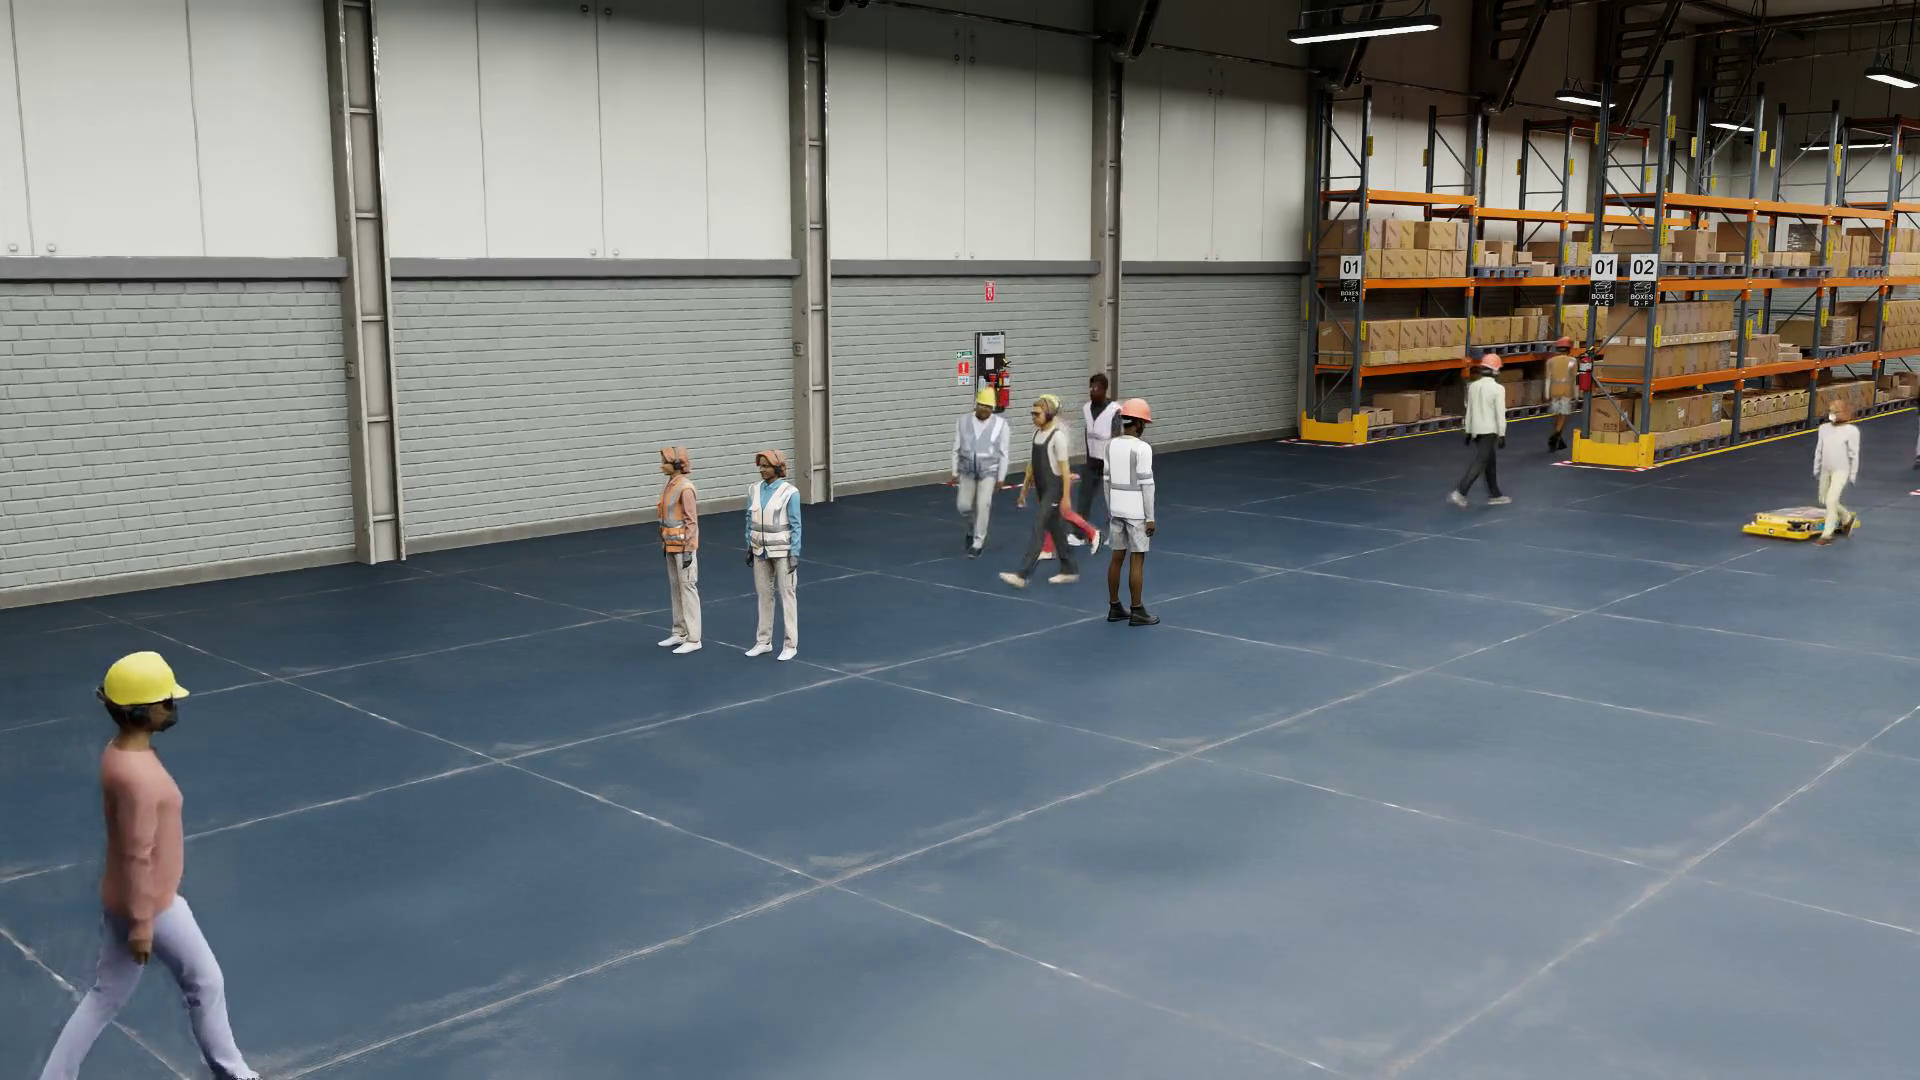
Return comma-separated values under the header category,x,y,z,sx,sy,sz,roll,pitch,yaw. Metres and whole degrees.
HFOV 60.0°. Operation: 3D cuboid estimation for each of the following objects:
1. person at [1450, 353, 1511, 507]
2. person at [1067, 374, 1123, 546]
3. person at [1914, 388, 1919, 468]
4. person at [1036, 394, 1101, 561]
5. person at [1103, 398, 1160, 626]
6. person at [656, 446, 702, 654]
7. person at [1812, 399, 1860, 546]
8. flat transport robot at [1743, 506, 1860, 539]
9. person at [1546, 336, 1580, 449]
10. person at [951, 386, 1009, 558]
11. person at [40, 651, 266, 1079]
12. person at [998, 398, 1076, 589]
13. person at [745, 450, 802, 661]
category,x,y,z,sx,sy,sz,roll,pitch,yaw
person,6.630,-1.386,21.076,0.987,1.961,0.626,-4,10,-21
person,1.467,-0.846,17.981,0.929,1.875,0.613,-8,12,-39
person,14.774,-2.005,25.244,0.530,1.832,0.949,8,12,39
person,1.076,-0.645,17.197,0.714,1.733,0.556,-4,10,-23
person,1.462,-0.235,14.133,0.370,1.928,0.543,-8,12,-39
person,-2.217,0.074,13.125,0.310,1.638,0.522,-5,11,-29
person,9.615,-0.748,18.193,0.627,1.606,0.506,-4,10,-21
flat transport robot,9.641,-0.212,19.024,1.431,0.197,0.652,-7,12,-37
person,9.929,-2.416,27.486,0.549,1.914,0.775,8,12,39
person,0.207,-0.712,17.396,0.613,1.807,0.466,2,10,14
person,-2.865,1.233,5.799,0.884,1.724,0.532,-6,11,-33
person,0.732,-0.435,15.729,0.951,1.797,0.541,-4,10,-24
person,-1.447,0.113,12.885,0.520,1.640,0.307,6,11,31
